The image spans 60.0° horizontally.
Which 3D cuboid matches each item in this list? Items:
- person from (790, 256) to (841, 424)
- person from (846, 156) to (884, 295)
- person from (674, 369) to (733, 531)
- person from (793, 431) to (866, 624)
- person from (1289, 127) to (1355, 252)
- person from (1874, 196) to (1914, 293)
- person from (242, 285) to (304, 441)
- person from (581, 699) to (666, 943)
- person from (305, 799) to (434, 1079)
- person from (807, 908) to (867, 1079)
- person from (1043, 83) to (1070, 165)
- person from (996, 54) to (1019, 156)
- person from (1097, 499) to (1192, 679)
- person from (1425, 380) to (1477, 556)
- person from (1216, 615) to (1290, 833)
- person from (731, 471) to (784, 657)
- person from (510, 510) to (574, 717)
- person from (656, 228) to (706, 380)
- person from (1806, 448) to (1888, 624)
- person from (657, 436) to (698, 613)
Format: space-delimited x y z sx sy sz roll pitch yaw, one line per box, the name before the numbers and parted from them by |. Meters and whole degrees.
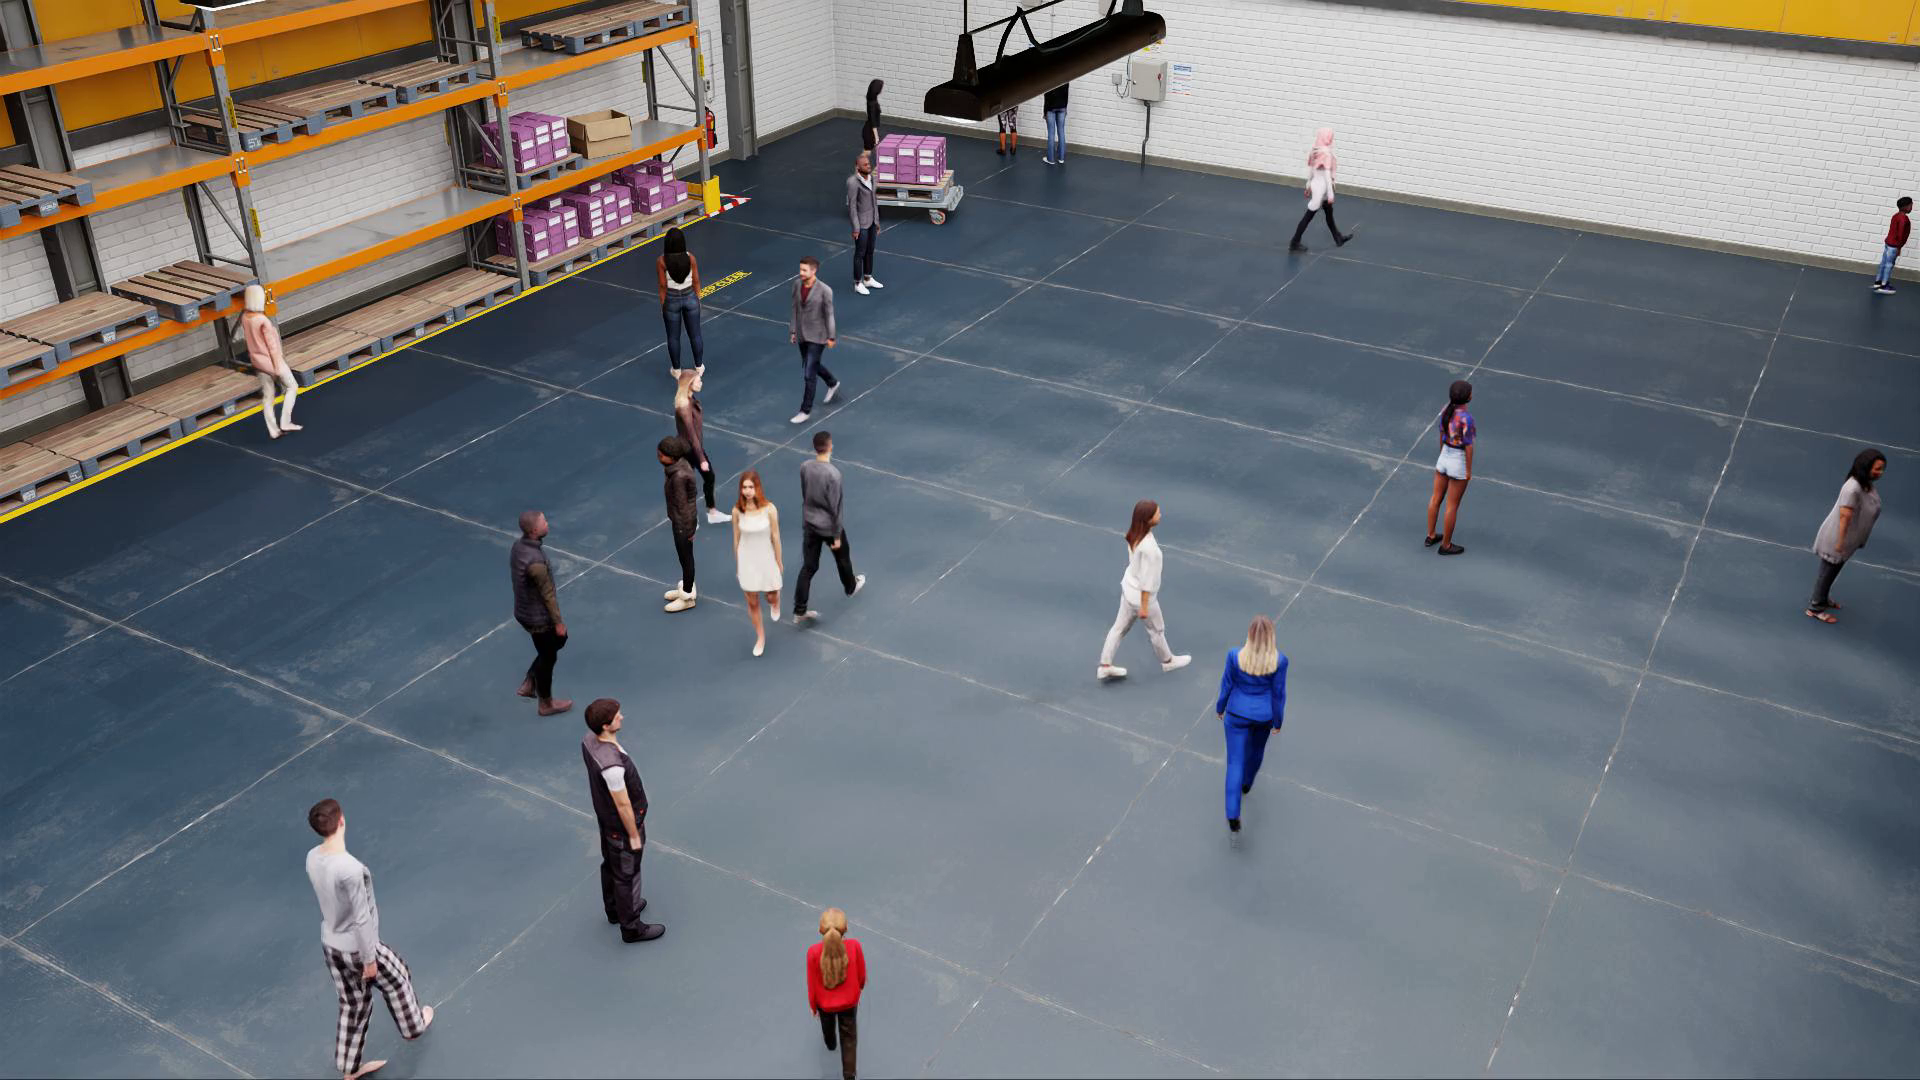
person | -1.597 -2.270 18.429 0.790 1.839 1.220 20 34 32
person | -1.273 -4.180 21.953 0.785 1.818 0.544 18 33 30
person | -2.685 -0.833 15.961 0.876 1.680 0.862 1 29 1
person | -1.251 -0.072 14.530 0.641 1.714 1.141 18 33 30
person | 4.932 -4.846 23.241 1.147 1.753 1.188 -3 29 -5
person | 12.415 -3.950 22.118 0.618 1.254 0.512 5 29 9
person | -7.493 -1.873 17.833 0.593 1.713 0.596 15 32 26
person | -2.254 1.824 10.913 0.743 1.849 0.742 -16 33 -27
person | -3.624 2.440 9.840 0.708 1.794 0.900 21 35 34
person | -0.717 2.757 9.827 0.845 1.250 0.965 -4 29 -7
person | 1.582 -7.076 27.334 0.657 1.749 0.739 -11 30 -19
person | 0.783 -7.295 27.823 0.641 1.665 0.715 -10 30 -17
person | 1.404 0.447 13.650 1.128 1.646 1.046 -9 30 -15
person | 4.631 -0.699 15.649 0.686 1.743 0.667 -14 31 -23
person | 2.088 1.340 11.994 0.885 1.663 1.214 5 29 10
person | -1.714 0.142 14.155 0.775 1.697 0.946 2 29 4
person | -3.418 0.613 13.157 0.905 1.826 0.859 -12 31 -20
person | -3.245 -2.755 19.348 0.738 1.809 0.795 -7 29 -12
person | 7.775 -0.078 14.649 0.704 1.610 0.603 18 33 29
person | -2.448 -0.164 14.755 0.761 1.660 0.700 21 35 34
